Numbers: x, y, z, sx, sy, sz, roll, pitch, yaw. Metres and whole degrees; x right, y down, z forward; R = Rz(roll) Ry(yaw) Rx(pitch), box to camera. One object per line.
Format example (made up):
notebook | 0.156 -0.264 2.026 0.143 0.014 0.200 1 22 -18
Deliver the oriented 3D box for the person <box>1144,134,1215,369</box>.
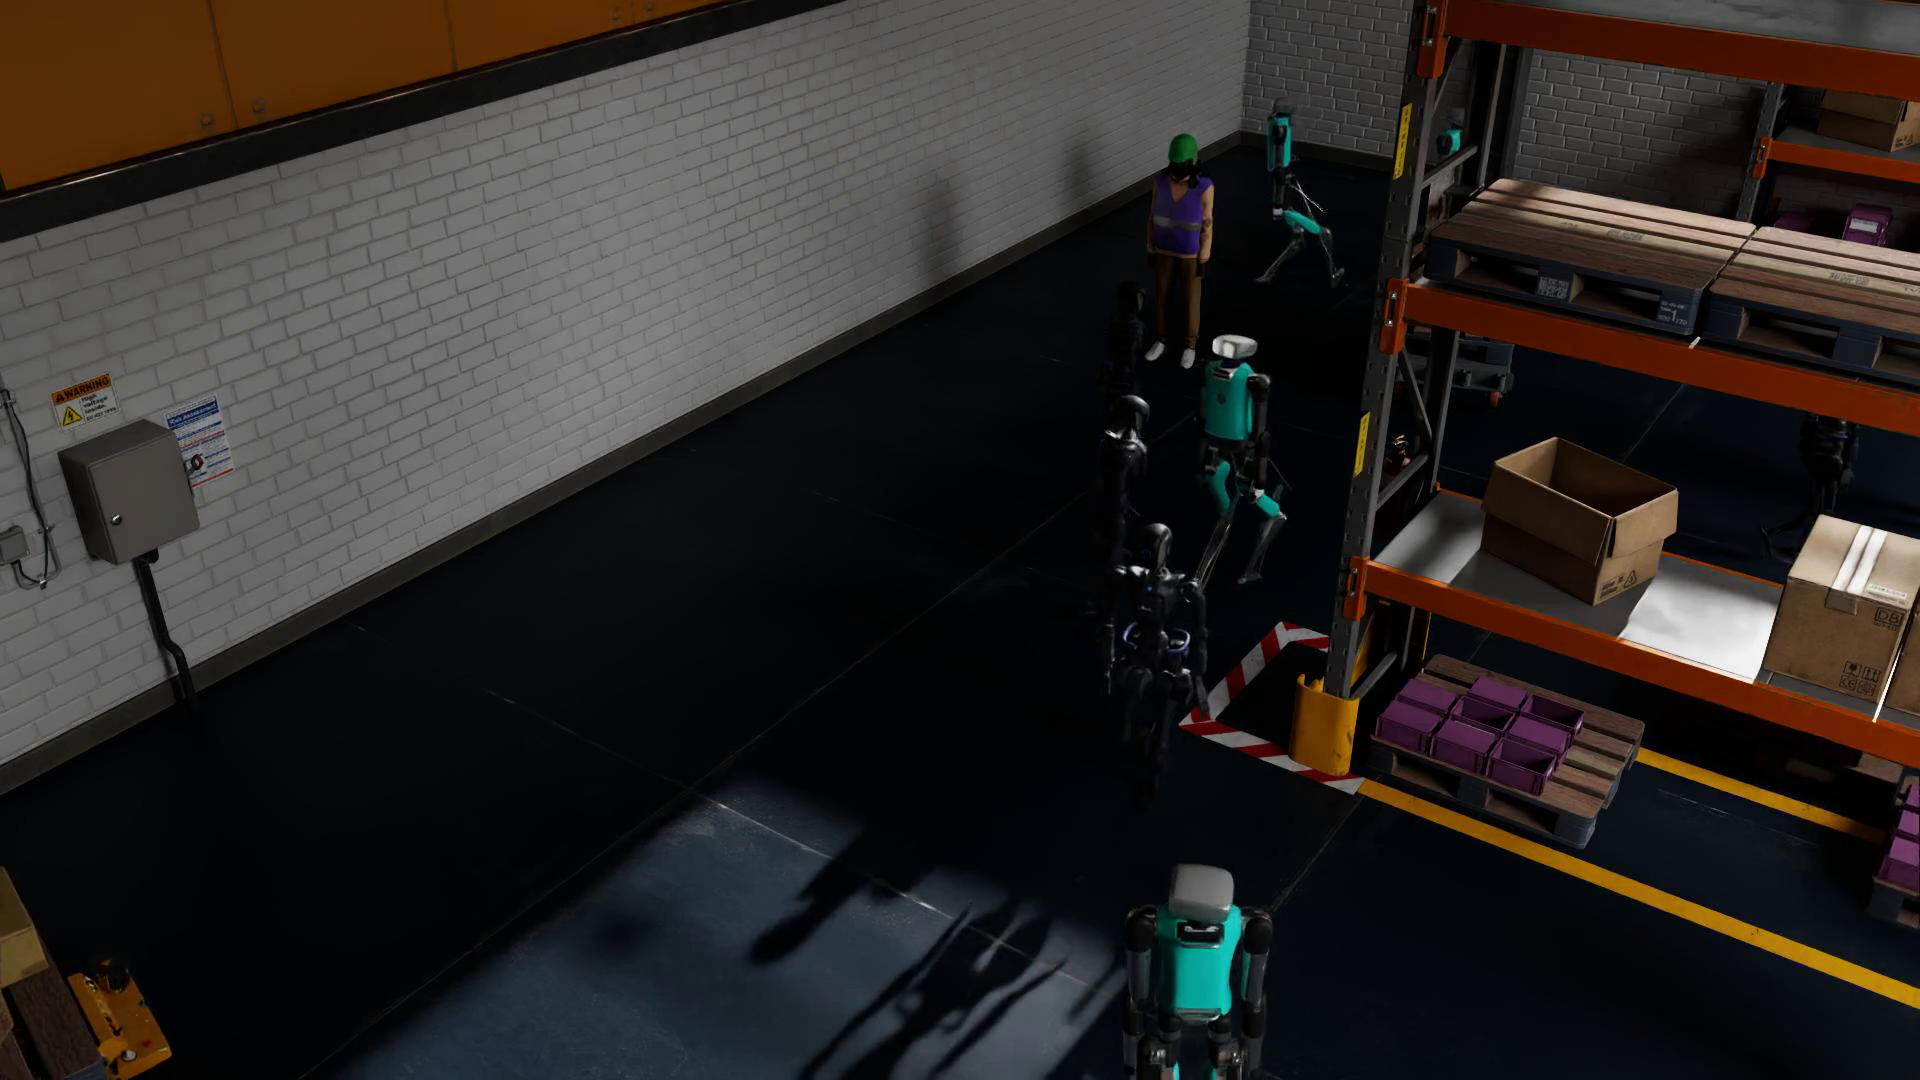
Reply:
person | 1.771 -2.351 13.468 0.540 1.922 0.435 14 33 22

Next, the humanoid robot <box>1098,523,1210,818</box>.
humanoid robot | 1.024 0.633 8.535 0.603 1.651 0.459 11 32 19

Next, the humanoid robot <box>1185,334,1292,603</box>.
humanoid robot | 1.756 -0.471 10.407 0.578 1.801 0.819 24 38 35

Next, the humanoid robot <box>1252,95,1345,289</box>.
humanoid robot | 3.169 -3.100 14.968 0.937 1.772 0.546 4 30 7

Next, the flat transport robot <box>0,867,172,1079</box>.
flat transport robot | -4.198 2.298 7.054 1.431 0.231 0.659 -23 37 -34

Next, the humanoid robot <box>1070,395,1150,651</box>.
humanoid robot | 0.878 -0.129 9.854 0.406 1.639 0.594 2 30 4

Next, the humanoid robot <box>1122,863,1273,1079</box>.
humanoid robot | 0.847 2.066 6.032 0.540 1.764 1.029 2 30 3

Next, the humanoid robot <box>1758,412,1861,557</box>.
humanoid robot | 5.524 -0.612 10.702 0.534 1.647 0.589 3 30 5

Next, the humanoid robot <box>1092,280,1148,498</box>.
humanoid robot | 1.111 -1.008 11.378 0.339 1.651 0.599 -3 30 -5

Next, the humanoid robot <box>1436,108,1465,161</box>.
humanoid robot | 4.504 -2.844 14.550 1.043 1.765 0.530 22 37 33
